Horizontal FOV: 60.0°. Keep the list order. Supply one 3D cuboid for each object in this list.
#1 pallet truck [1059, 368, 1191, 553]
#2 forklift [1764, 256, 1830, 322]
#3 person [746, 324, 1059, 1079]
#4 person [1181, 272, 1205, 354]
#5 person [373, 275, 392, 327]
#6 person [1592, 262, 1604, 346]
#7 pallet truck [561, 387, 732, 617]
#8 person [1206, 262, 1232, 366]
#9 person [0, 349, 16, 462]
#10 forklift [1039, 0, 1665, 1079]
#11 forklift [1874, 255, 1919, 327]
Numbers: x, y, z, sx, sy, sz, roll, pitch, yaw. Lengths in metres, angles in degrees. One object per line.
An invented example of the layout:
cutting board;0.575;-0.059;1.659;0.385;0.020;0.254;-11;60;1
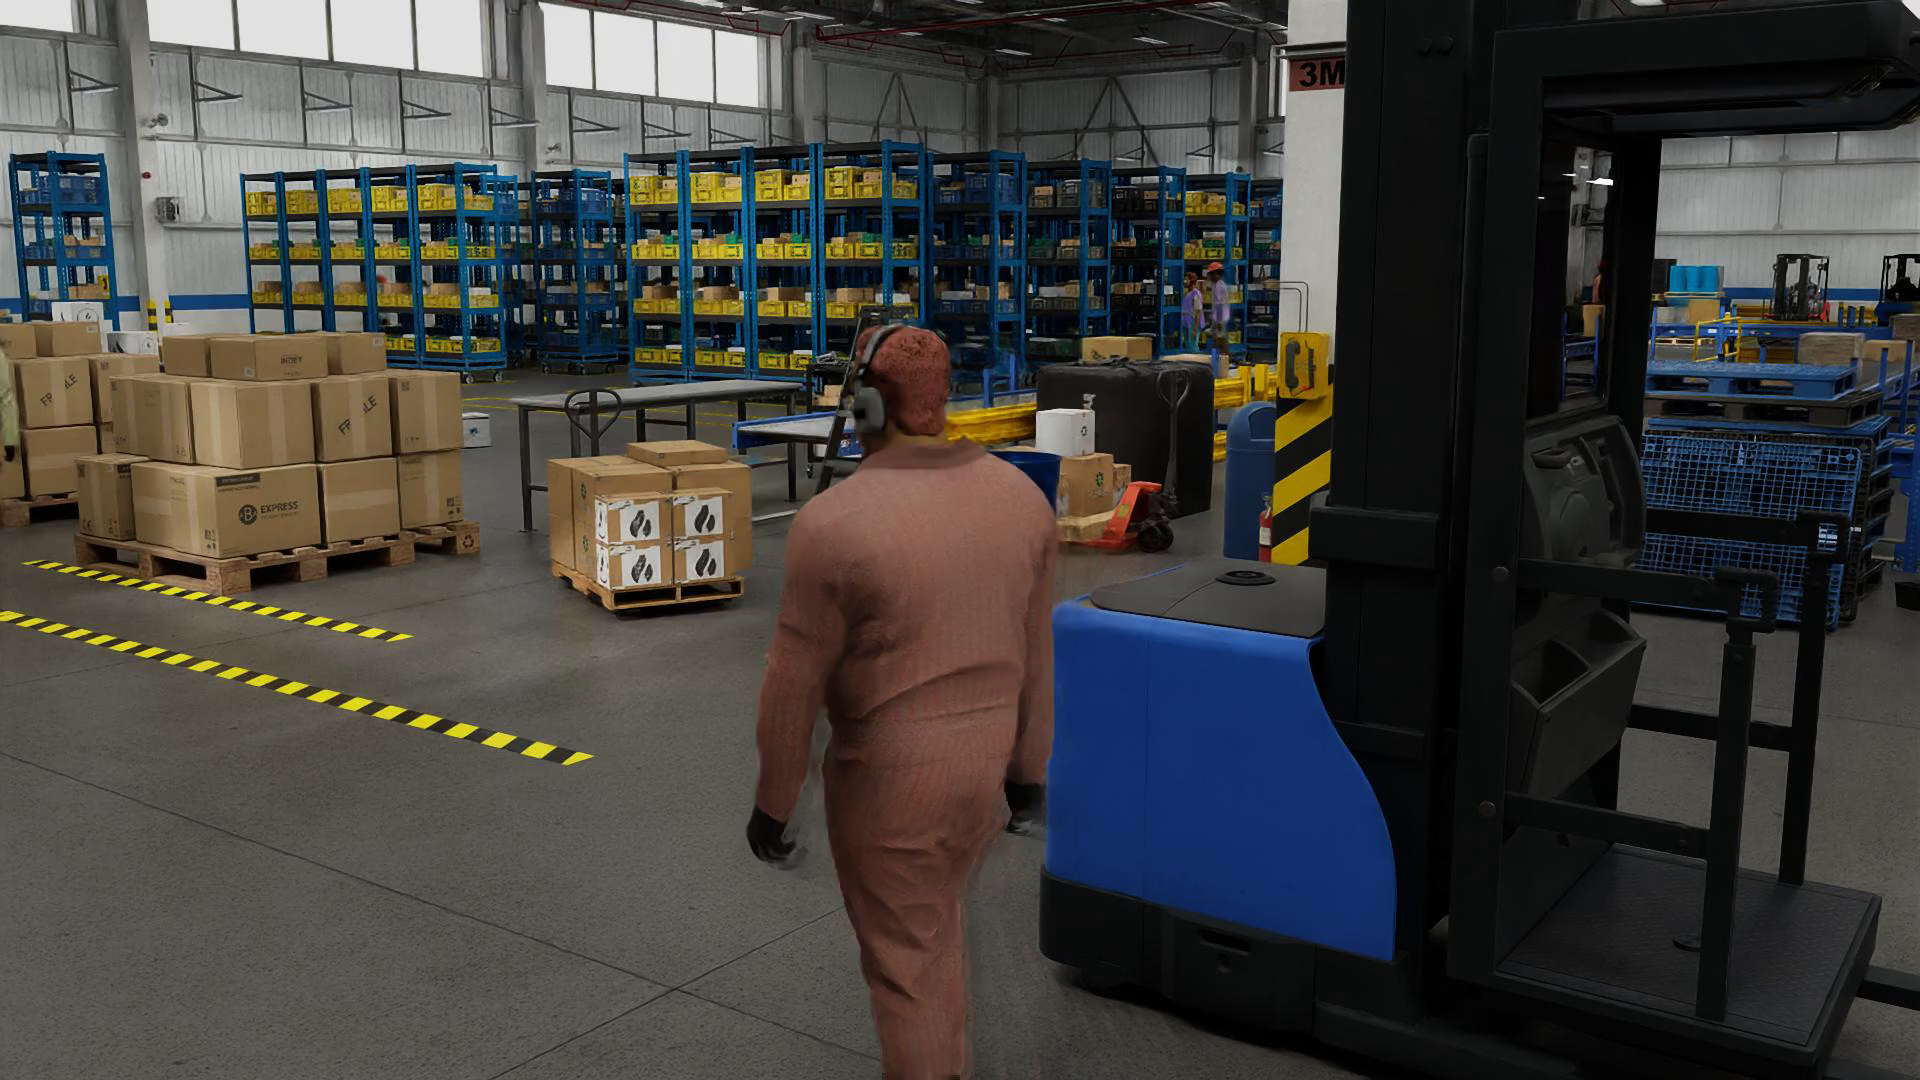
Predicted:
pallet truck;0.845;-0.609;11.869;1.630;1.274;0.653;7;12;35
forklift;20.253;-5.854;40.139;1.157;1.987;2.680;7;12;35
person;-0.165;0.488;3.584;0.669;1.886;0.615;-8;12;-40
person;3.767;-3.417;26.973;0.391;1.844;0.563;-1;10;-7
person;-12.194;-4.736;35.214;0.590;1.702;0.907;7;12;37
person;15.186;-5.580;39.415;0.391;1.990;0.623;0;10;0
pallet truck;-1.981;-0.274;10.088;0.680;1.201;1.601;-5;11;-28
person;4.596;-3.937;29.624;0.670;1.998;0.641;2;10;13
person;-6.375;-0.645;10.561;0.649;1.806;0.425;-3;10;-18
forklift;1.249;-0.137;4.360;1.873;2.768;1.129;7;12;35
forklift;22.089;-5.634;38.796;1.157;1.987;2.680;6;11;33
